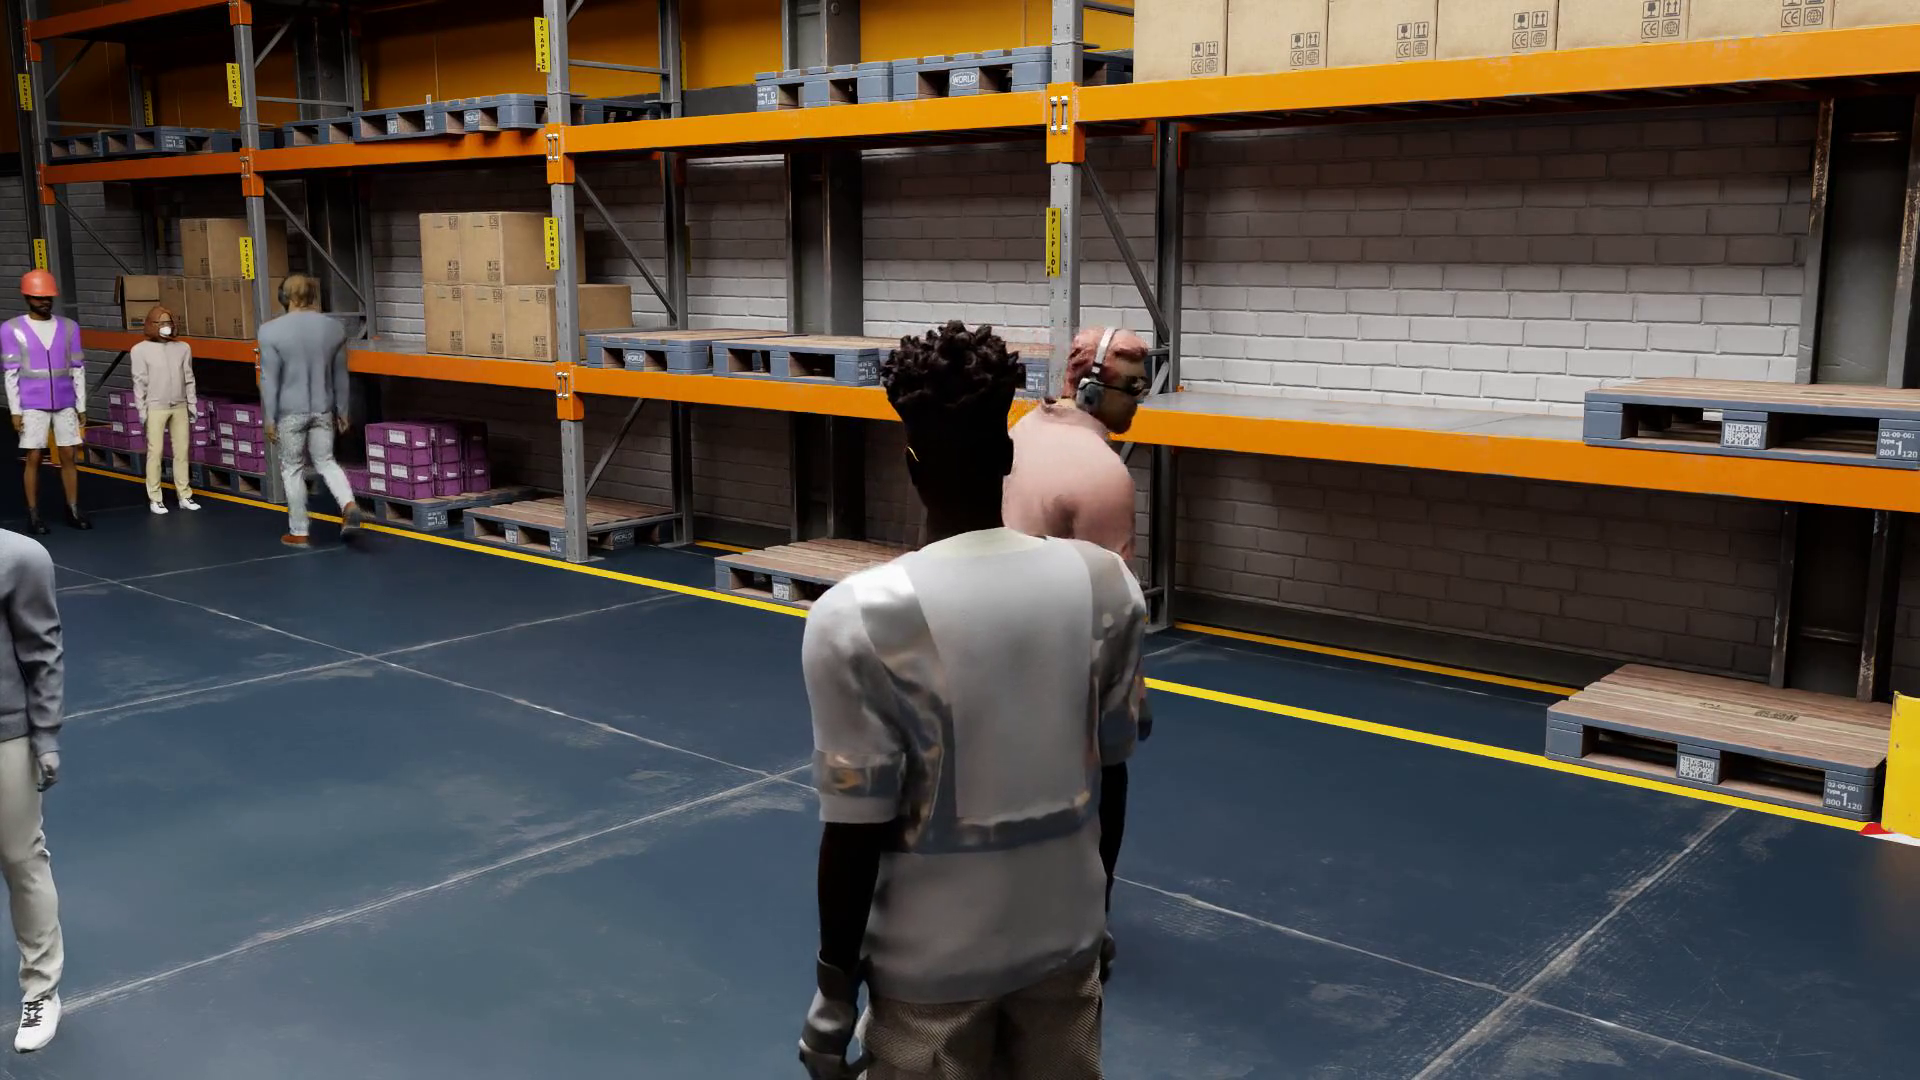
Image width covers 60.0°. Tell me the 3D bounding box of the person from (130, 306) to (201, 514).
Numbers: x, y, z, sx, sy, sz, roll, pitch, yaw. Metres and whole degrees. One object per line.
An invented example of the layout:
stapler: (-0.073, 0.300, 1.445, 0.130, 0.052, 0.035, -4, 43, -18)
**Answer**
person: (-6.237, -1.019, 13.068, 0.282, 1.625, 0.494, 7, 12, 33)

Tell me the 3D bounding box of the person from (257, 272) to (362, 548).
person: (-4.449, -0.868, 11.384, 0.750, 1.917, 0.637, 9, 13, 40)

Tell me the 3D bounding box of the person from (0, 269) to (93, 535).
person: (-6.624, -0.995, 12.095, 0.547, 1.926, 0.407, -9, 14, -43)

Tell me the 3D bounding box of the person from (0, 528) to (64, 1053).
person: (-2.559, 0.520, 4.275, 0.497, 1.634, 0.279, -1, 10, -4)

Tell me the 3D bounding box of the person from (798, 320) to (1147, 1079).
person: (0.019, 0.636, 2.684, 0.605, 1.962, 0.373, -6, 12, -31)

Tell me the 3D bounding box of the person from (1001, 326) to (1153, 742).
person: (0.272, 0.328, 4.723, 0.487, 1.863, 0.688, -3, 11, -19)
